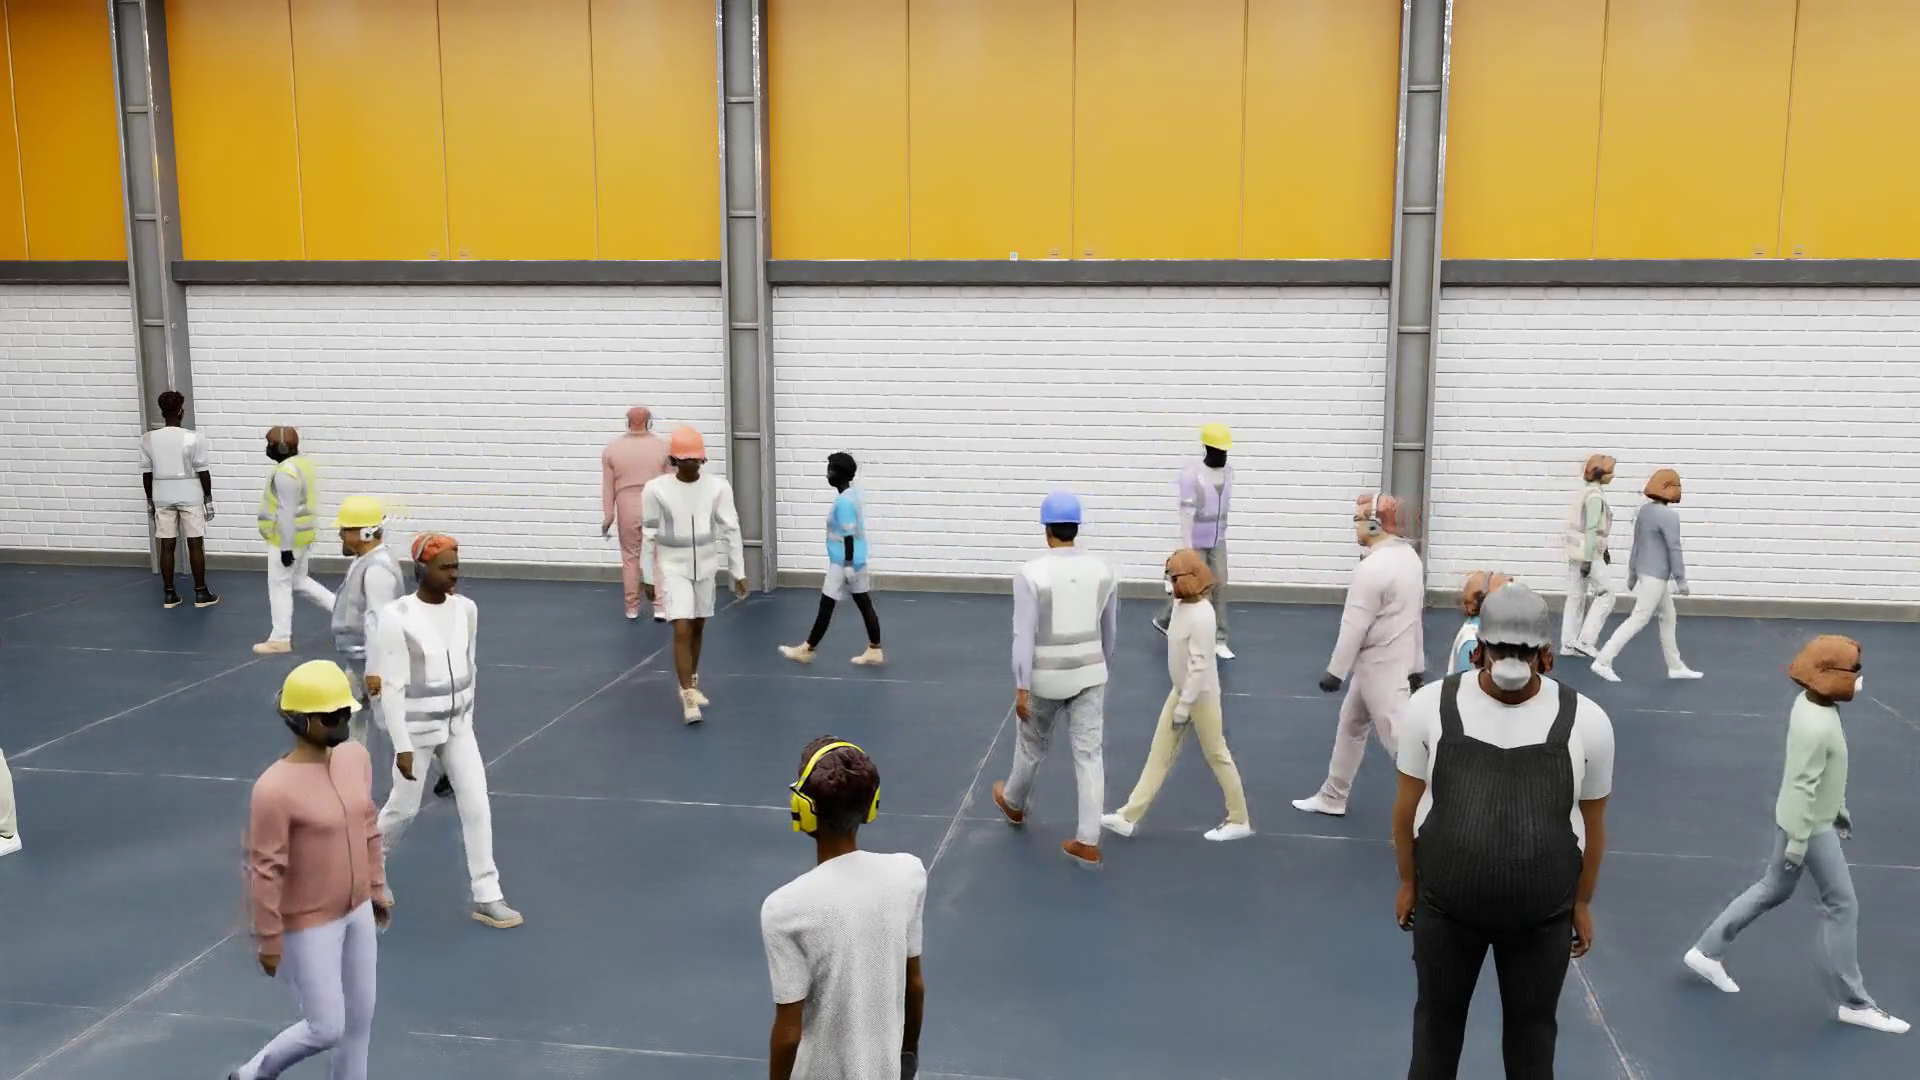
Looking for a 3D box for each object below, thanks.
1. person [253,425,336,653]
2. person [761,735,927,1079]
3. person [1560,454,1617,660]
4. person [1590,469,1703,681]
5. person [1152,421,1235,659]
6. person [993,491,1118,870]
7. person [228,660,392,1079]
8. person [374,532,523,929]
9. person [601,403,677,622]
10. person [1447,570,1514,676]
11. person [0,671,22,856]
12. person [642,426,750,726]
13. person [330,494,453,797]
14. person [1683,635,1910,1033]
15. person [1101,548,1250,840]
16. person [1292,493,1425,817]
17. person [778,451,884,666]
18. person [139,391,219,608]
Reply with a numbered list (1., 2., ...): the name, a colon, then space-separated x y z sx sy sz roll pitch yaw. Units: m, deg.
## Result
1. person: -5.253 -0.008 13.231 0.731 1.821 0.632 -2 9 -10
2. person: -0.313 1.417 4.277 0.520 1.873 0.328 -8 12 -40
3. person: 4.923 0.137 12.955 0.446 1.618 0.508 1 9 5
4. person: 5.081 0.264 12.248 0.850 1.594 0.497 0 9 2
5. person: 1.878 -0.024 13.150 0.593 1.883 0.763 -6 11 -32
6. person: 0.499 0.689 8.700 0.629 1.891 0.987 -3 10 -19
7. person: -2.195 1.256 5.644 0.504 1.753 0.528 3 10 17
8. person: -2.503 0.870 7.761 0.944 1.849 0.583 6 11 34
9. person: -2.760 -0.236 14.425 0.653 1.917 0.409 -1 9 -3
10. person: 2.454 0.946 7.912 0.380 1.623 0.545 4 10 23
11. person: -5.112 0.726 8.548 0.528 1.869 0.313 7 11 36
12. person: -1.774 0.230 11.206 0.642 1.986 0.956 -4 10 -26
13. person: -3.232 0.630 9.366 0.829 1.807 0.597 -5 10 -26
14. person: 3.423 1.150 6.771 0.819 1.598 0.509 4 10 25
15. person: 1.156 0.832 8.737 0.868 1.582 0.507 -2 9 -13
16. person: 2.294 0.674 8.937 0.967 1.864 0.630 5 10 27
17. person: -0.972 0.158 12.671 0.834 1.654 0.552 0 9 2
18. person: -7.020 -0.362 14.959 0.607 1.966 0.367 -1 9 -4
